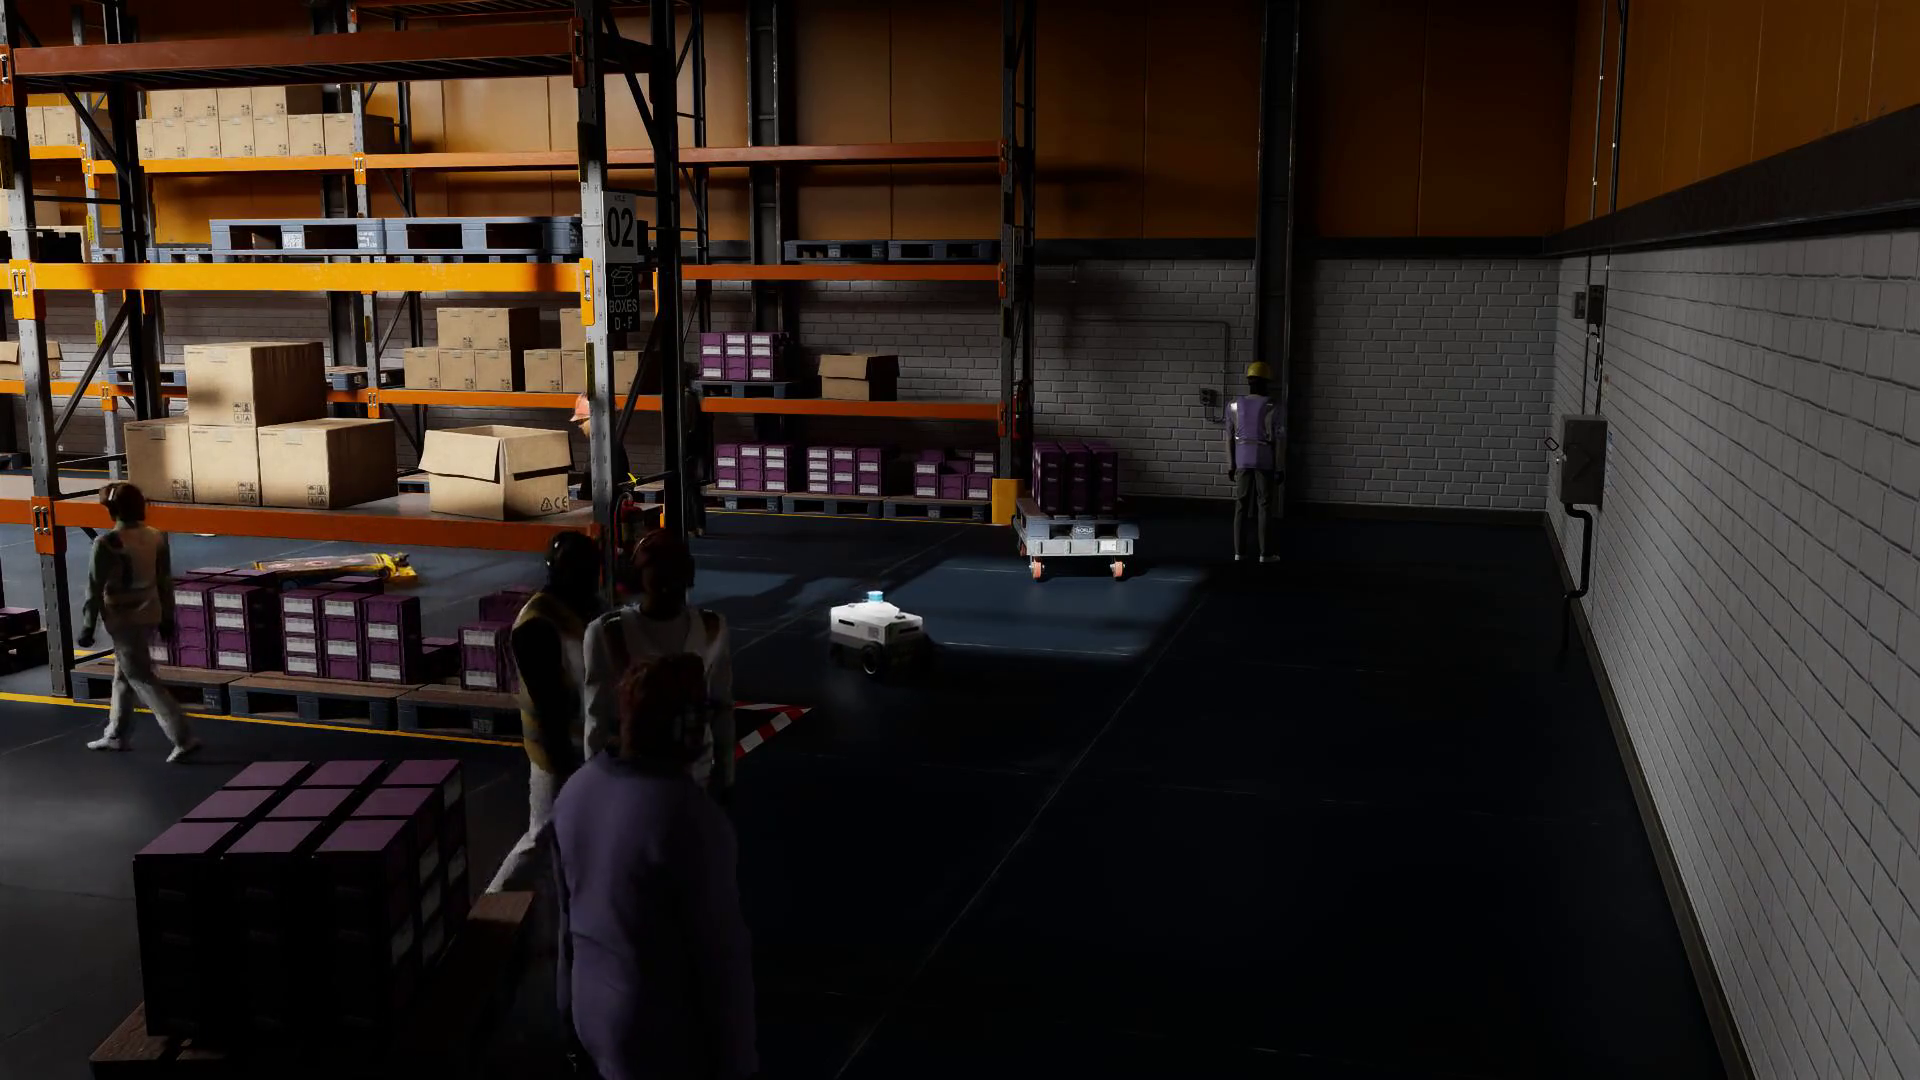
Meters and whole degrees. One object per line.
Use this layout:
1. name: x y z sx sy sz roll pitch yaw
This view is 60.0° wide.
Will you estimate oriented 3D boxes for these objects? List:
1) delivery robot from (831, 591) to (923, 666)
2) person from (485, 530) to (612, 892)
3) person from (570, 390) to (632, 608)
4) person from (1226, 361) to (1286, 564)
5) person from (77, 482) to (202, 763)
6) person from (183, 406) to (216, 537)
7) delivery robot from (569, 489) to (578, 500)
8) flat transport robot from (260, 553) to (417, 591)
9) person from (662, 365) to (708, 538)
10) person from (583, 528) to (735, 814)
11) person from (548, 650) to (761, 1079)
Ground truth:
1. delivery robot: -0.582 0.600 11.555 0.477 0.478 0.707 -8 12 -41
2. person: -1.596 0.834 6.713 0.866 1.792 0.635 3 10 17
3. person: -2.431 -0.035 11.357 0.392 1.986 0.611 -1 9 -8
4. person: 2.810 -0.730 15.787 0.585 1.922 0.372 5 11 28
5. person: -4.682 0.464 9.461 0.830 1.604 0.510 2 9 10
6. person: -7.925 -0.856 17.420 0.308 1.638 0.510 0 9 1
7. delivery robot: -3.989 -0.274 16.879 0.477 0.478 0.707 -9 13 -44
8. flat transport robot: -5.552 0.290 14.588 1.431 0.197 0.652 -4 10 -23
9. person: -2.856 -0.909 17.246 0.473 1.819 0.528 0 9 1
10. person: -1.110 0.873 6.173 0.591 1.872 0.462 -6 11 -31
11. person: -0.818 1.215 4.092 0.765 1.879 0.678 -8 13 -42
